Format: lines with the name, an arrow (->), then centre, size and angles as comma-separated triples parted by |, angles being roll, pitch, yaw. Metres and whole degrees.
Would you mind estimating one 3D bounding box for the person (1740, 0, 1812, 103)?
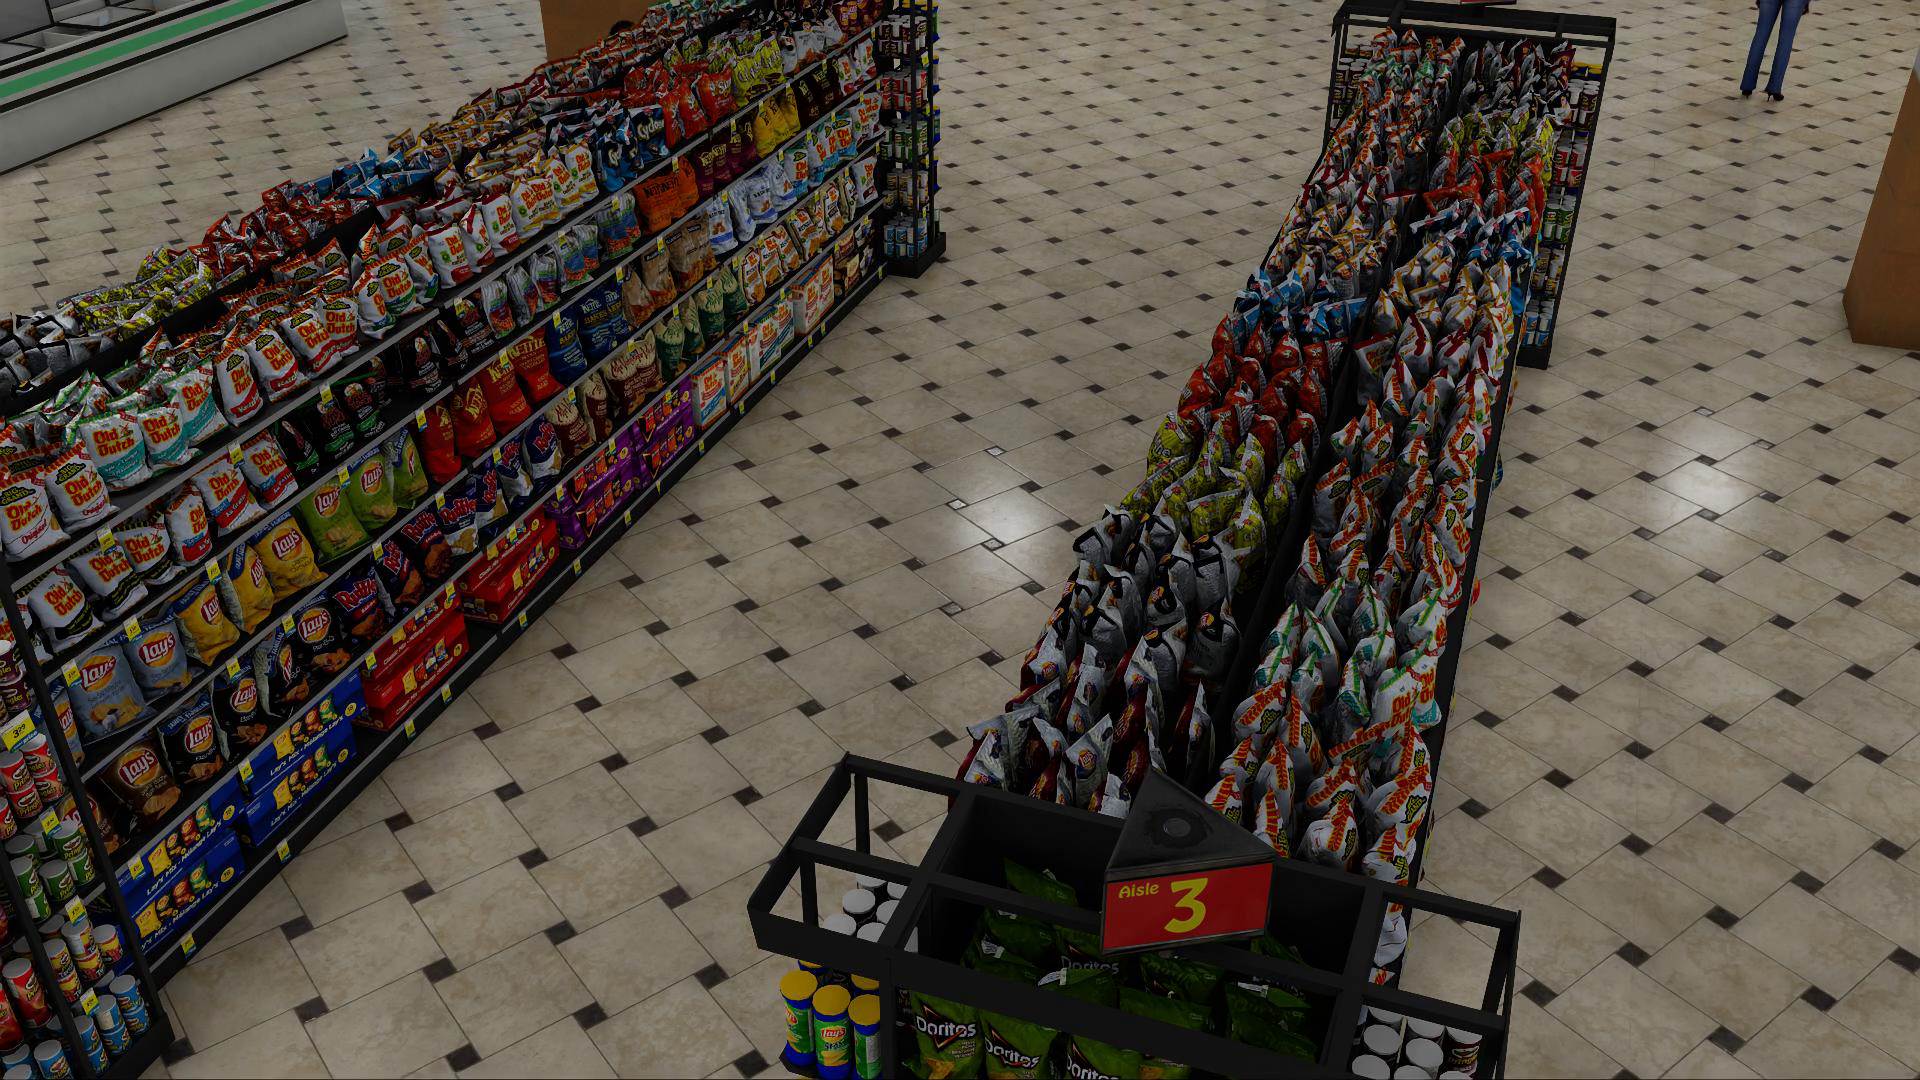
person -> 7.145, -4.719, 14.414 | 0.687, 1.796, 0.649 | 25, 39, 34
